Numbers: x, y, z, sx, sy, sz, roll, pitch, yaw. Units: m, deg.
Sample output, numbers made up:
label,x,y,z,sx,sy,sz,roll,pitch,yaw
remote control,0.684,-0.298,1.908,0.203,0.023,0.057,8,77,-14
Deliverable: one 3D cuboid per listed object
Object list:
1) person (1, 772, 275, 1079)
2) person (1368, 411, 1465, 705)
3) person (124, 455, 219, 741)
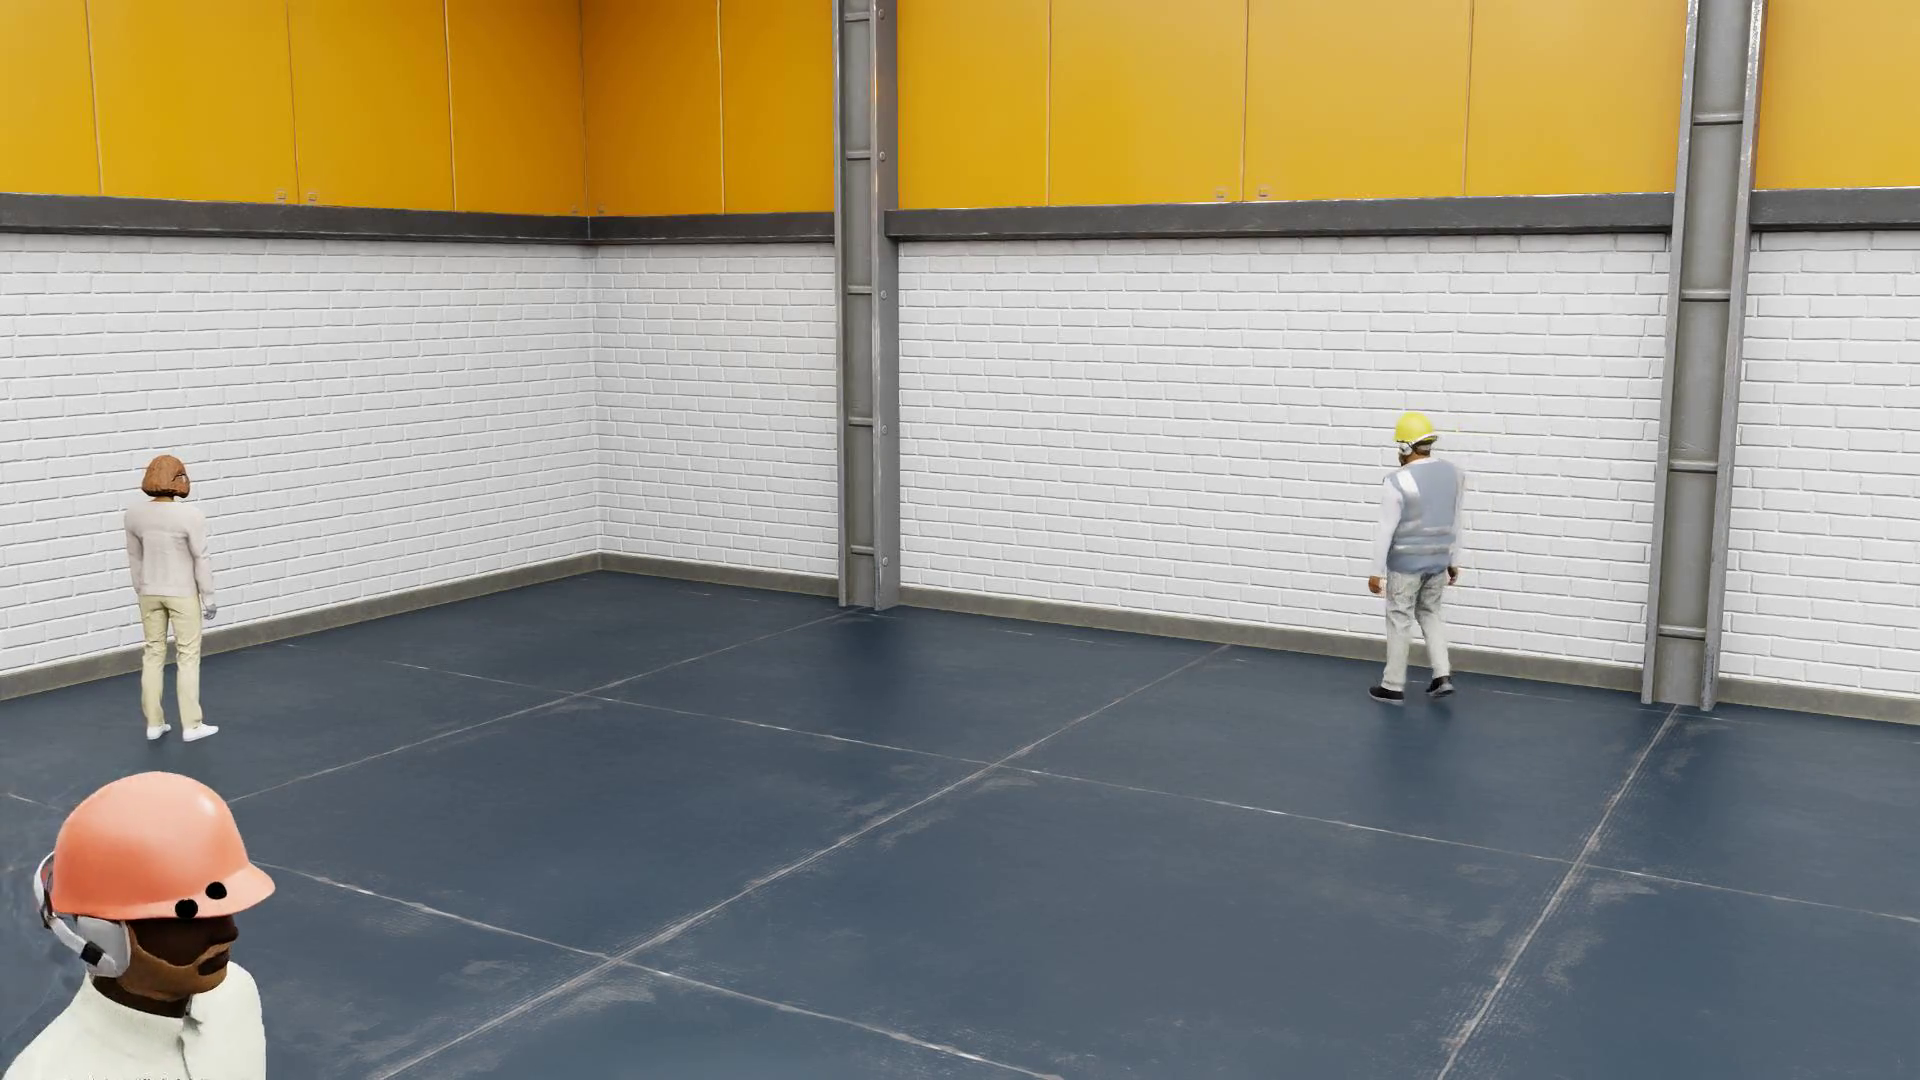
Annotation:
label,x,y,z,sx,sy,sz,roll,pitch,yaw
person,-1.188,1.290,2.489,0.999,1.945,0.636,2,9,10
person,2.763,0.121,10.146,0.636,1.820,0.459,-4,10,-23
person,-4.474,0.330,9.450,0.502,1.627,0.288,1,9,9
